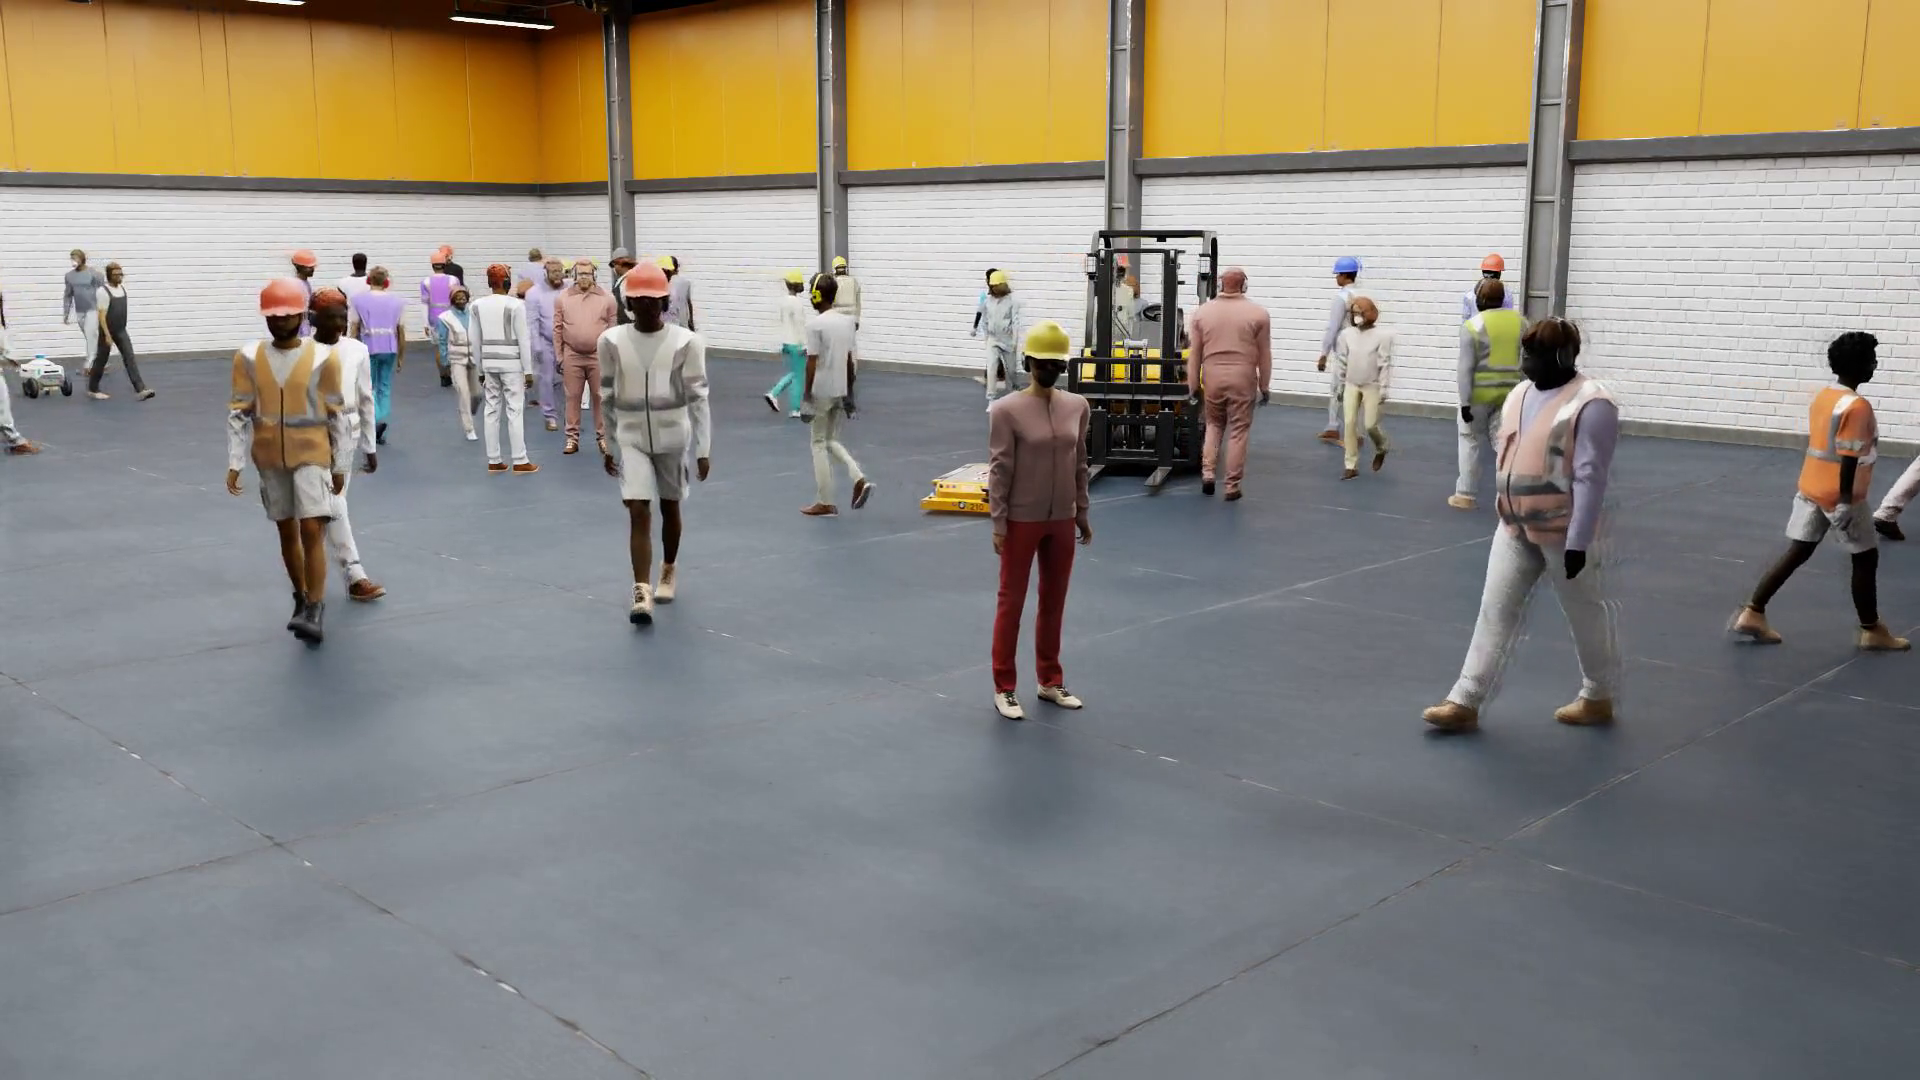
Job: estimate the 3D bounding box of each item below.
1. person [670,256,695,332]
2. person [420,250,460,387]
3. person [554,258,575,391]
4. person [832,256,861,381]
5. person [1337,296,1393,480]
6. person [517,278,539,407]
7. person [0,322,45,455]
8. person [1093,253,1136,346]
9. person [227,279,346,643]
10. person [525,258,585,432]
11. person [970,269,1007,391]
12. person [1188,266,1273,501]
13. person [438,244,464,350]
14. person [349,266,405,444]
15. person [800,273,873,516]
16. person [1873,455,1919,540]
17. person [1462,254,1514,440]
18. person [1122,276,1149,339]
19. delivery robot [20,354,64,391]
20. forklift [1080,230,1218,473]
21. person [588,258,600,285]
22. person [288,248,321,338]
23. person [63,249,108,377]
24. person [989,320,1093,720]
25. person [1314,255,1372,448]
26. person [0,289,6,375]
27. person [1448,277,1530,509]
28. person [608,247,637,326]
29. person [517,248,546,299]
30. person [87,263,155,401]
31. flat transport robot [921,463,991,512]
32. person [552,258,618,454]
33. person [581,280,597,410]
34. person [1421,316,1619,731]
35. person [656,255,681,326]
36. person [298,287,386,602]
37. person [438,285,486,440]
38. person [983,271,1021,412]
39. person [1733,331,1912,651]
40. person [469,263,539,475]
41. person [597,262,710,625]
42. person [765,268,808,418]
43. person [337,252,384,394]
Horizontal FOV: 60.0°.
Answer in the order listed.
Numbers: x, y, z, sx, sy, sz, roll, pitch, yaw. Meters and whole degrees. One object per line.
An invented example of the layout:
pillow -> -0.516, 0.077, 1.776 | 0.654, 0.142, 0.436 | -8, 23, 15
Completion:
person -> -3.983, -3.032, 23.224 | 0.620, 1.835, 0.684 | -9, 14, -40
person -> -7.251, -3.084, 23.286 | 0.555, 1.922, 0.722 | -2, 11, -12
person -> -5.469, -2.933, 22.761 | 0.625, 1.806, 0.763 | -8, 13, -37
person -> -1.733, -3.222, 24.313 | 0.588, 1.822, 0.403 | -6, 12, -29
person -> 3.575, -1.336, 14.594 | 0.518, 1.606, 0.557 | 8, 13, 36
person -> -5.367, -2.433, 20.603 | 0.500, 1.613, 0.663 | 2, 11, 12
person -> -9.569, -1.749, 16.131 | 1.055, 1.890, 0.633 | -2, 11, -10
person -> 1.672, -2.089, 17.687 | 0.648, 1.978, 0.525 | -9, 14, -40
person -> -3.542, -0.403, 8.739 | 0.556, 1.901, 0.849 | -1, 10, -7
person -> -4.355, -2.102, 18.047 | 0.647, 1.882, 0.731 | -6, 12, -29
person -> 0.401, -2.909, 23.024 | 0.708, 1.669, 0.546 | 9, 14, 41
person -> 2.194, -1.263, 13.467 | 0.653, 1.888, 0.489 | 4, 11, 23
person -> -9.019, -4.266, 29.603 | 0.617, 1.975, 0.801 | 4, 11, 20
person -> -5.948, -1.882, 16.996 | 0.613, 1.821, 0.439 | -9, 13, -39
person -> -0.987, -1.083, 12.574 | 0.473, 1.858, 0.514 | 6, 12, 30
person -> 6.873, -0.882, 11.479 | 1.000, 1.860, 0.648 | 0, 10, 0
person -> 5.509, -2.005, 17.359 | 0.543, 1.939, 0.359 | 8, 13, 37
person -> 2.091, -2.435, 20.533 | 0.501, 1.633, 0.283 | 5, 12, 26
delivery robot -> -12.173, -2.219, 22.044 | 0.707, 0.478, 0.477 | 9, 14, 42
forklift -> 1.804, -1.825, 15.677 | 1.214, 2.155, 2.313 | 2, 11, 13
person -> -6.462, -4.005, 28.773 | 0.659, 1.747, 0.517 | 4, 11, 20
person -> -8.094, -2.540, 20.177 | 0.866, 1.991, 0.616 | 0, 10, 2
person -> -13.242, -3.417, 25.120 | 0.665, 1.909, 0.895 | 2, 11, 13
person -> 0.368, -0.089, 7.385 | 0.529, 1.765, 0.327 | -6, 12, -30
person -> 3.814, -1.899, 16.811 | 0.776, 1.918, 0.633 | 8, 13, 38
person -> -12.390, -2.589, 20.875 | 0.863, 1.805, 0.651 | 1, 10, 6
person -> 4.091, -1.099, 12.756 | 0.626, 1.822, 0.792 | -3, 11, -16
person -> -4.067, -2.639, 20.535 | 0.617, 2.000, 0.807 | -5, 11, -24
person -> -7.133, -3.964, 28.092 | 0.676, 1.918, 0.466 | 1, 10, 7
person -> -10.887, -2.669, 21.403 | 1.038, 1.778, 0.534 | 3, 11, 18
flat transport robot -> 0.220, -0.431, 13.323 | 0.652, 0.197, 1.431 | 3, 11, 17
person -> -3.659, -1.792, 16.285 | 0.639, 1.909, 0.407 | -2, 11, -10
person -> -4.508, -2.406, 20.357 | 0.514, 1.641, 0.308 | -4, 11, -22
person -> 2.483, -0.053, 7.121 | 0.949, 1.792, 0.644 | -4, 11, -23
person -> -3.916, -2.794, 21.835 | 0.588, 1.883, 0.985 | -8, 13, -36
person -> -3.778, -0.579, 9.861 | 0.982, 1.845, 0.585 | 7, 13, 35
person -> -5.212, -1.873, 17.493 | 0.553, 1.620, 0.571 | -7, 12, -32
person -> 0.526, -2.433, 20.310 | 0.489, 1.712, 0.771 | 3, 11, 17
person -> 4.471, -0.248, 8.549 | 0.852, 1.655, 0.536 | 1, 10, 3
person -> -4.075, -1.519, 14.859 | 0.573, 1.883, 0.353 | 3, 11, 18
person -> -1.708, -0.551, 9.305 | 0.625, 1.980, 1.069 | -1, 10, -4
person -> -1.971, -2.284, 19.393 | 0.457, 1.754, 0.530 | -5, 11, -24
person -> -7.959, -2.881, 22.221 | 0.598, 1.902, 0.449 | -2, 11, -9
